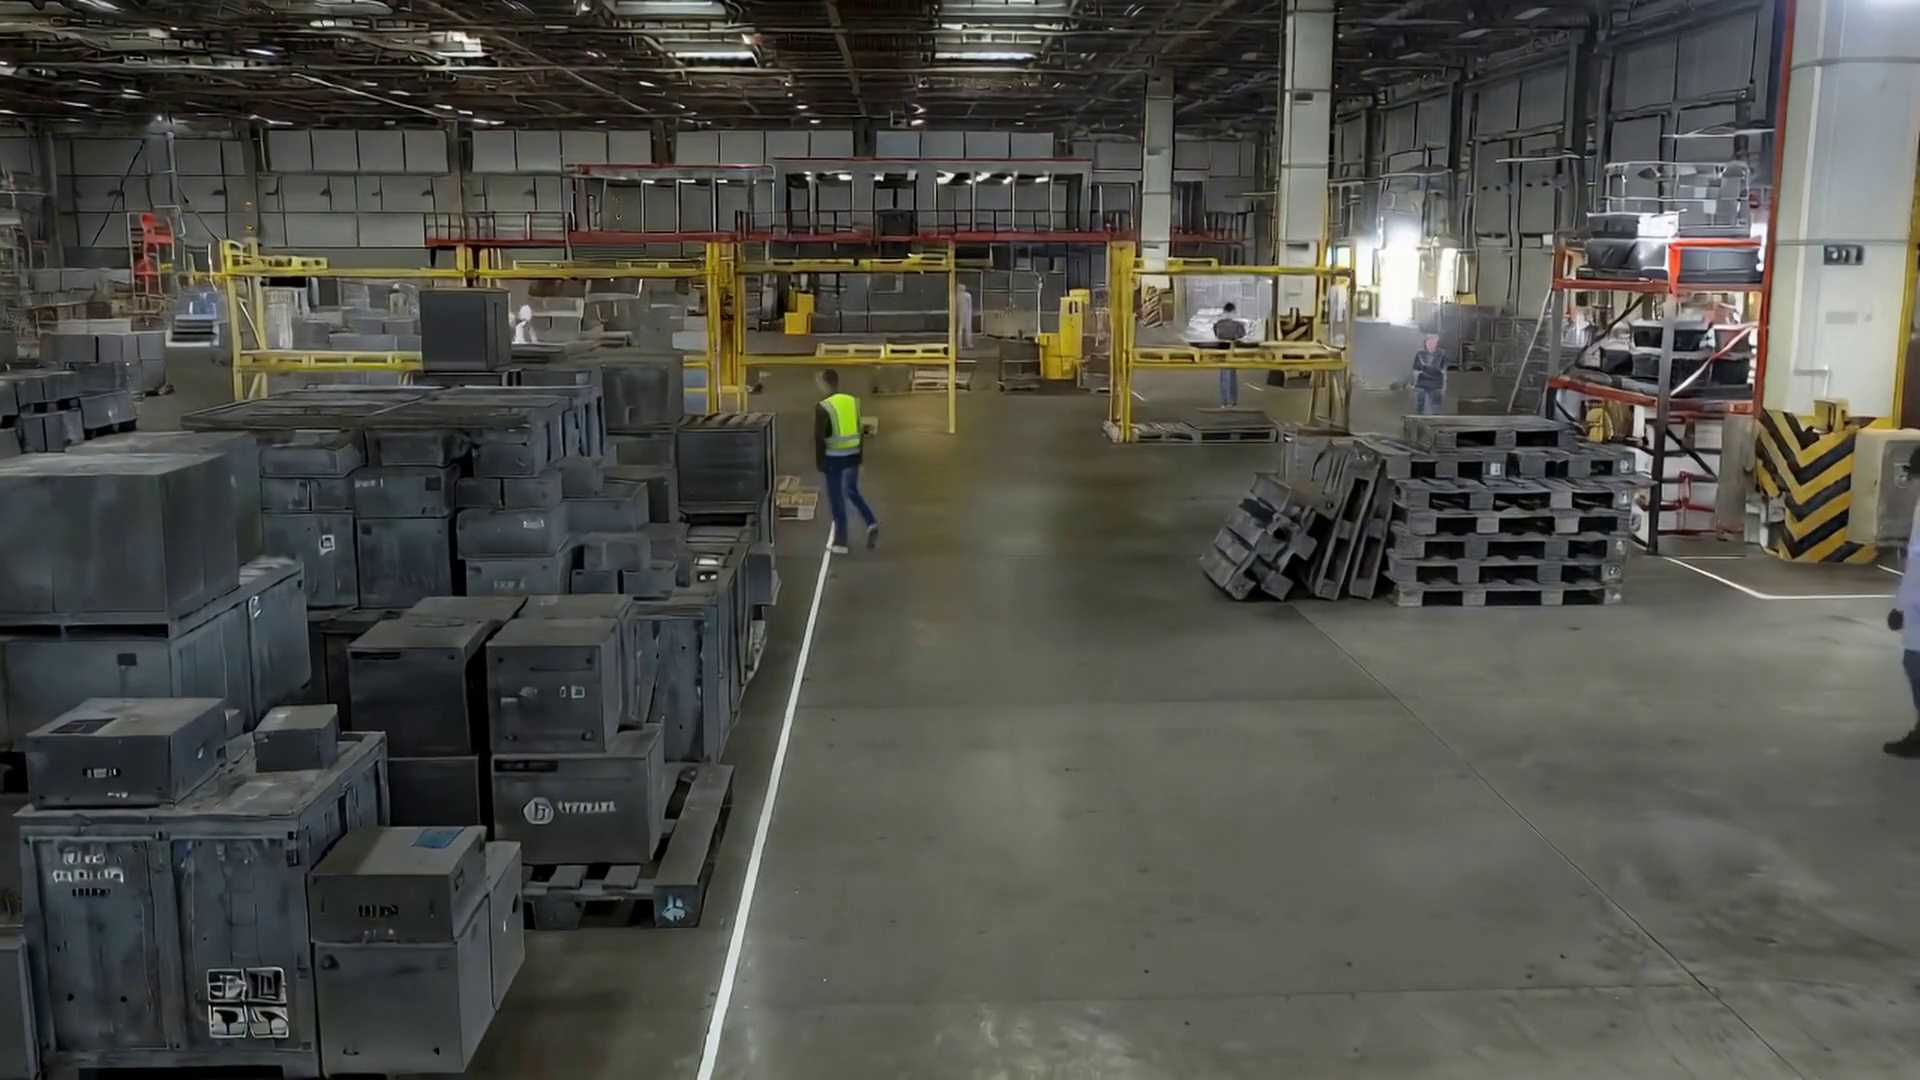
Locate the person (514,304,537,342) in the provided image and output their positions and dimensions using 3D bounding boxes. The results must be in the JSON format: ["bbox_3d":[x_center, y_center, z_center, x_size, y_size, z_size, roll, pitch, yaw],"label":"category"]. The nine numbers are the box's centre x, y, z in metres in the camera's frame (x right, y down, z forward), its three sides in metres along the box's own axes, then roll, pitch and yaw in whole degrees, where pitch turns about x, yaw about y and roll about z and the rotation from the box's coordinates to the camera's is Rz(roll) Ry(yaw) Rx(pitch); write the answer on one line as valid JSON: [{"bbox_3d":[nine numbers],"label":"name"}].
[{"bbox_3d":[-8.450,-3.638,32.185,0.517,1.826,0.652,5,11,27],"label":"person"}]

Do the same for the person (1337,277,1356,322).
[{"bbox_3d":[13.430,-8.188,57.640,0.627,1.787,0.971,-7,12,-35],"label":"person"}]

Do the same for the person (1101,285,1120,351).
[{"bbox_3d":[4.188,-6.163,46.216,0.429,1.843,0.627,-8,13,-36],"label":"person"}]

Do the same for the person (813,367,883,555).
[{"bbox_3d":[-1.102,-0.729,15.932,0.577,1.851,0.612,10,14,43],"label":"person"}]

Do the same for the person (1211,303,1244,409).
[{"bbox_3d":[4.866,-3.342,30.283,0.585,1.917,0.382,2,10,10],"label":"person"}]

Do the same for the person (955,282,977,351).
[{"bbox_3d":[0.123,-6.228,46.383,0.655,1.904,0.831,6,12,29],"label":"person"}]

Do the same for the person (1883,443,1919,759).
[{"bbox_3d":[5.754,0.352,9.785,0.648,1.894,0.396,-5,11,-27],"label":"person"}]

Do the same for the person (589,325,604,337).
[{"bbox_3d":[-4.902,-1.943,22.524,0.591,1.910,0.406,-1,10,-5],"label":"person"}]

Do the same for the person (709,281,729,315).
[{"bbox_3d":[-6.761,-6.298,46.730,0.547,1.927,0.388,-1,10,-8],"label":"person"}]

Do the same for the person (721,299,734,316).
[{"bbox_3d":[-5.338,-4.778,38.926,0.848,1.692,0.506,2,10,12],"label":"person"}]

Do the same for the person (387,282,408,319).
[{"bbox_3d":[-15.836,-6.311,46.850,0.549,1.908,0.927,-3,11,-16],"label":"person"}]

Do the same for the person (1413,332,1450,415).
[{"bbox_3d":[7.077,-2.287,25.029,0.533,1.692,0.319,6,12,30],"label":"person"}]

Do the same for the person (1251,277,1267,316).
[{"bbox_3d":[12.205,-10.100,67.954,0.623,1.901,0.750,2,10,8],"label":"person"}]

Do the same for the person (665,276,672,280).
[{"bbox_3d":[-11.714,-9.981,67.426,0.795,1.855,0.613,-1,10,-4],"label":"person"}]

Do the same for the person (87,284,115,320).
[{"bbox_3d":[-21.342,-5.365,41.335,0.610,1.996,0.379,-6,12,-29],"label":"person"}]

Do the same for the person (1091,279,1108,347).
[{"bbox_3d":[4.074,-6.566,48.163,0.615,1.943,0.403,-3,11,-15],"label":"person"}]

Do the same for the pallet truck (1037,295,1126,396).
[{"bbox_3d":[2.483,-3.881,33.060,1.885,1.965,0.823,-7,13,-36],"label":"pallet truck"}]

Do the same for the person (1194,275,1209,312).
[{"bbox_3d":[10.368,-10.751,71.380,0.614,1.984,0.409,1,10,3],"label":"person"}]

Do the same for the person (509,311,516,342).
[{"bbox_3d":[-7.869,-3.070,29.051,0.399,1.820,0.706,-5,11,-27],"label":"person"}]

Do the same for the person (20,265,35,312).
[{"bbox_3d":[-40.293,-10.886,71.958,0.608,2.044,0.371,3,11,16],"label":"person"}]
